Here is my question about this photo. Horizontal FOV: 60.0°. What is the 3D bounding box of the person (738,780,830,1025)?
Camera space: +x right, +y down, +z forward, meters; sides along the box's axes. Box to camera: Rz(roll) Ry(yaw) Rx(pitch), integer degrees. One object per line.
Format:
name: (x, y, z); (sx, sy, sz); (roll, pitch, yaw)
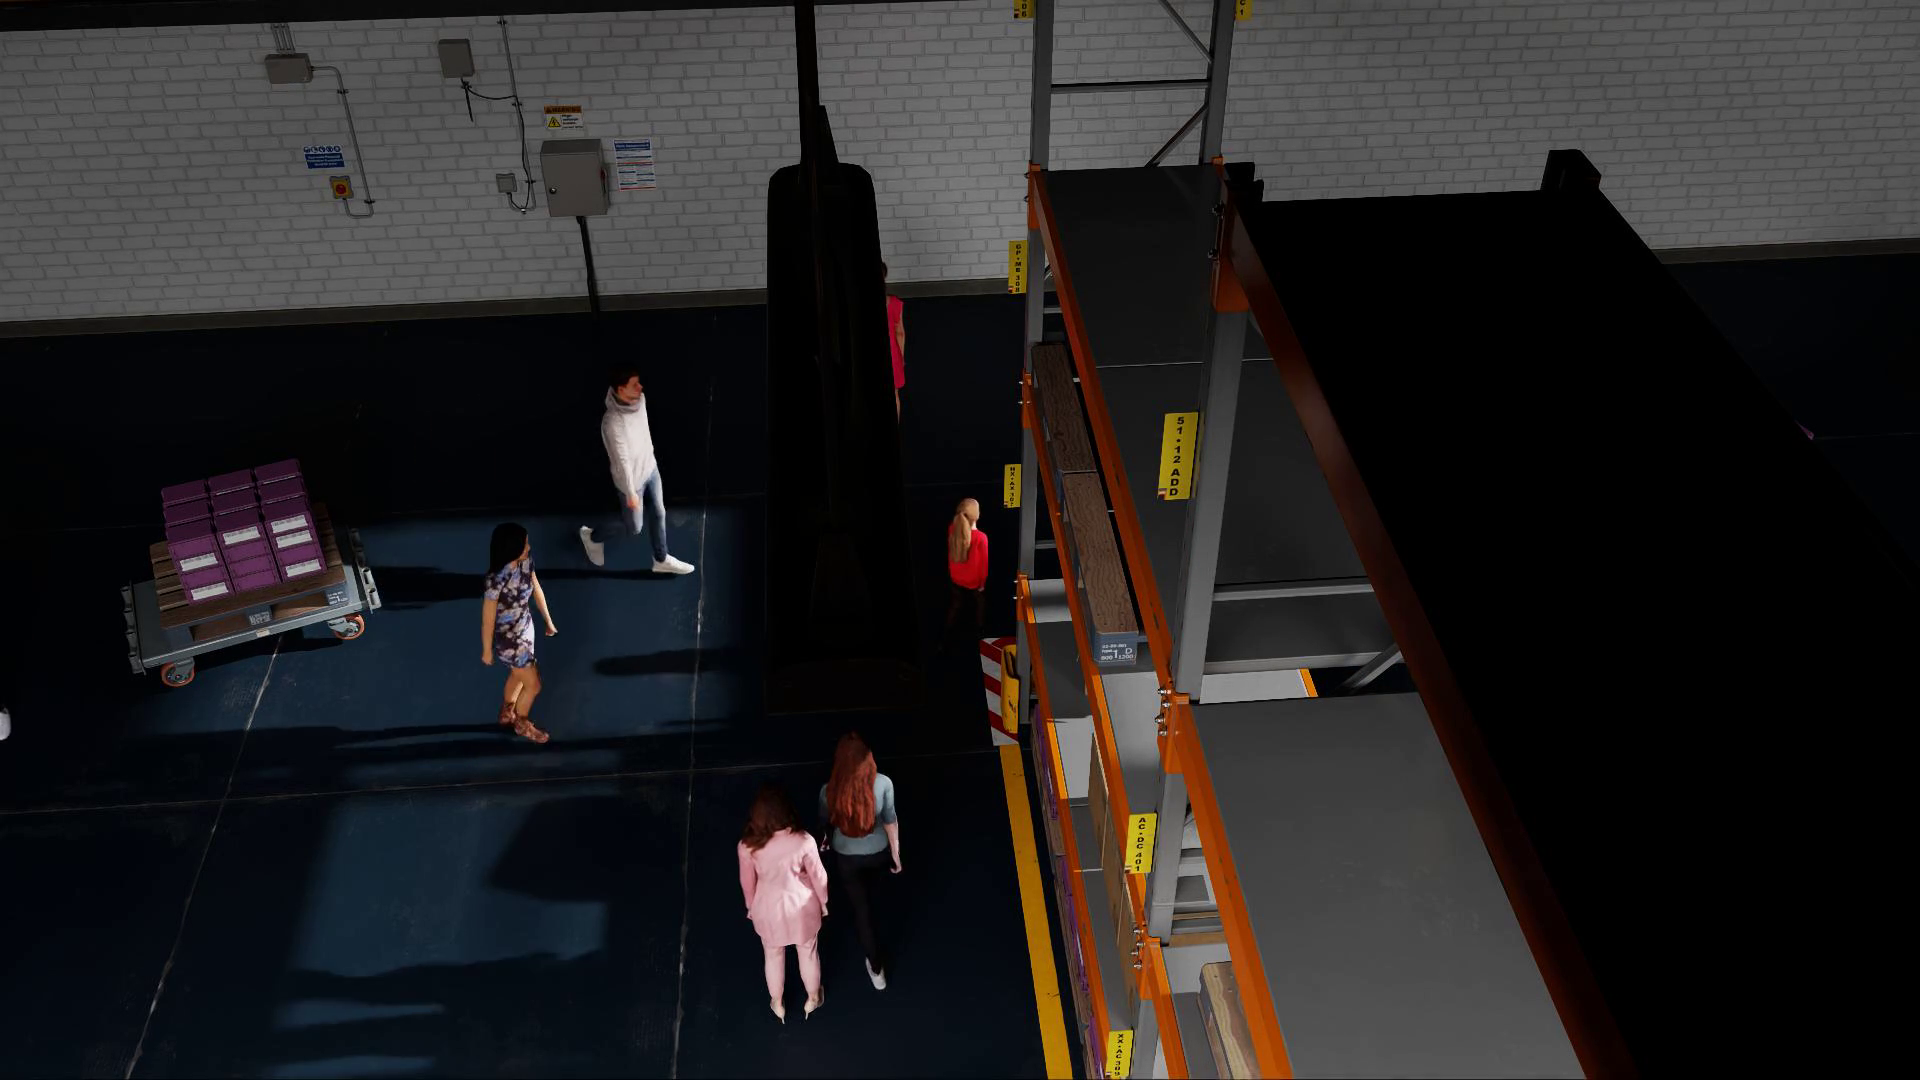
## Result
person: (-0.941, 1.975, 8.933); (0.603, 1.804, 0.506); (-2, 39, -3)

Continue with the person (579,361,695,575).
person: (-2.426, -0.478, 11.983); (0.995, 1.831, 1.109); (10, 40, 12)

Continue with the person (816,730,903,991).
person: (-0.534, 1.820, 9.213); (0.667, 1.695, 1.120); (-6, 39, -7)

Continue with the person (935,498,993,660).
person: (0.022, 0.281, 11.486); (0.795, 1.264, 0.917); (20, 43, 23)

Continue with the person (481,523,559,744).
person: (-2.938, 0.616, 10.714); (0.786, 1.703, 0.721); (17, 42, 20)
